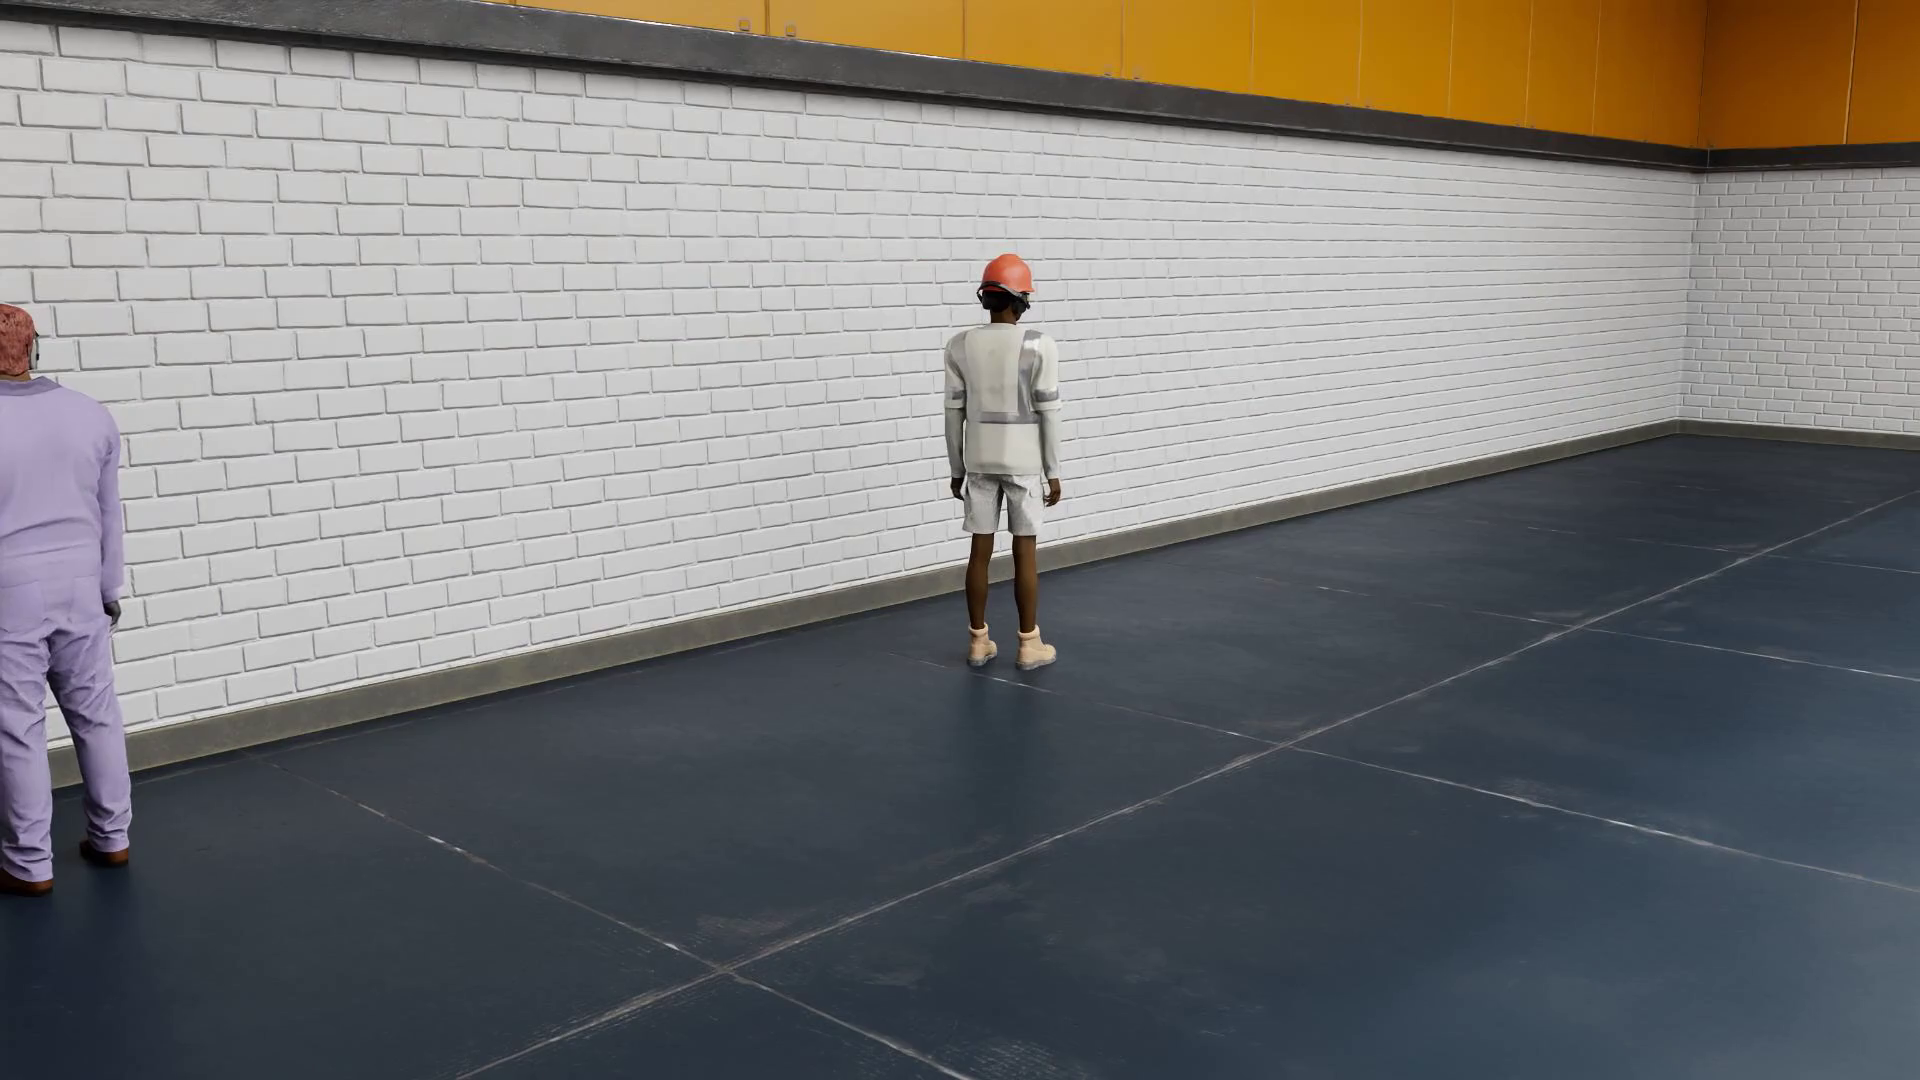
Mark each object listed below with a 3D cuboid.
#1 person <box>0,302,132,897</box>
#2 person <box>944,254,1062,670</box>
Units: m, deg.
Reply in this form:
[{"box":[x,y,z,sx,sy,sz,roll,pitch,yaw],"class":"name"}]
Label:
[{"box":[-3.020,0.192,5.368,0.399,1.910,0.643,6,12,31],"class":"person"},{"box":[0.222,-0.378,8.224,0.605,2.045,0.377,4,11,22],"class":"person"}]
